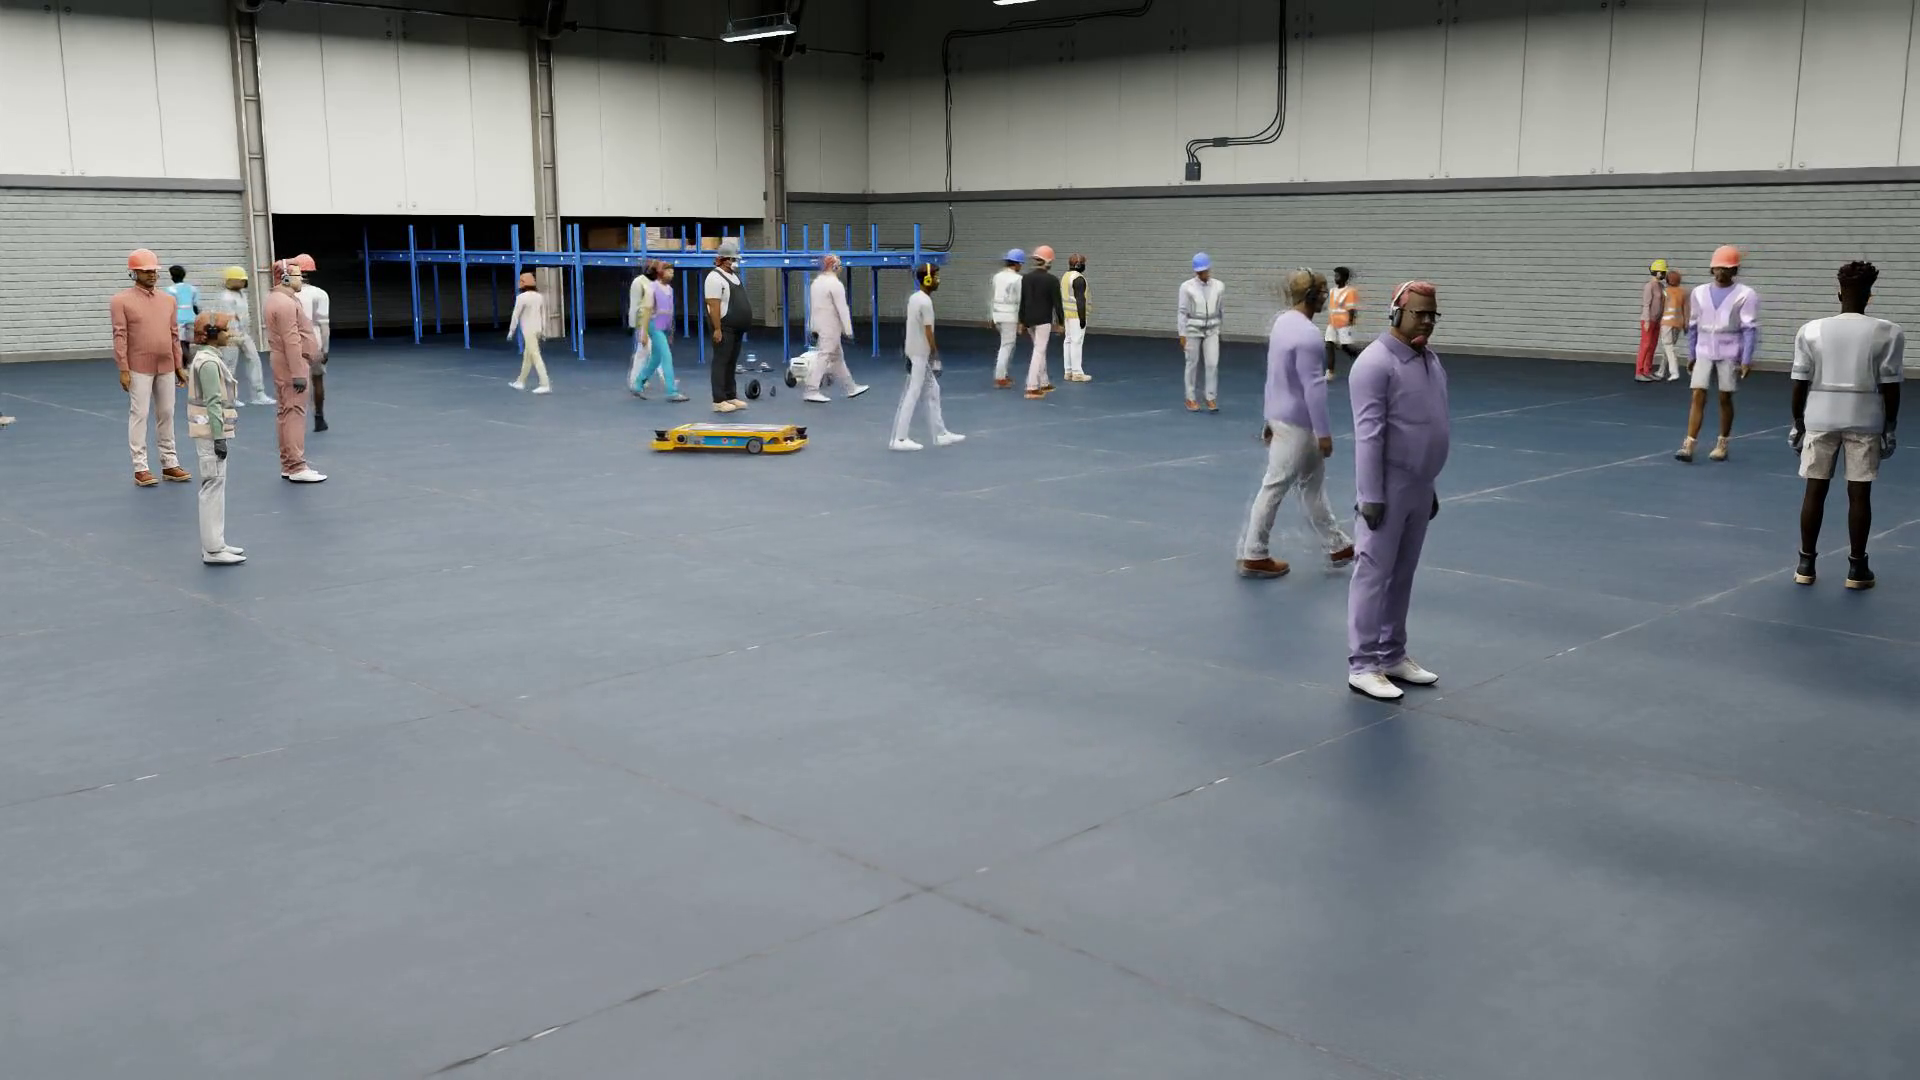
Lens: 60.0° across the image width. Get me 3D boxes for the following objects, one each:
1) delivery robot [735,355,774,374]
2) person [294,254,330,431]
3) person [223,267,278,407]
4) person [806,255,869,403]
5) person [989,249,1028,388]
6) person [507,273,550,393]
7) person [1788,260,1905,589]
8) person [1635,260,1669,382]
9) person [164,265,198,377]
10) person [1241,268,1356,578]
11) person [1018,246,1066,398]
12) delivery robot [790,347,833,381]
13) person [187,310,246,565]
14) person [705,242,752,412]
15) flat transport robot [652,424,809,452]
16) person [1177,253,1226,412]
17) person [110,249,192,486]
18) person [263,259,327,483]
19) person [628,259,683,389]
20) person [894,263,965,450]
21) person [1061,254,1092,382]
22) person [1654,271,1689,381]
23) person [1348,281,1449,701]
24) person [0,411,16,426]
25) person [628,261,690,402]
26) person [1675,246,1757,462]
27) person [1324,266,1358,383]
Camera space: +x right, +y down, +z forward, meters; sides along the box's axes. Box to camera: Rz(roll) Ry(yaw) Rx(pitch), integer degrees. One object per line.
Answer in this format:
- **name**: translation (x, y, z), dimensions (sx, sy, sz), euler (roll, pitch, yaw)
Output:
- **delivery robot**: translation (-2.747, -2.321, 21.892), dimensions (0.335, 0.223, 0.698), euler (7, 12, 32)
- **person**: translation (-7.039, -2.105, 17.844), dimensions (0.541, 1.919, 0.778), euler (-2, 11, -9)
- **person**: translation (-8.835, -2.505, 20.547), dimensions (0.748, 1.712, 0.507), euler (1, 10, 4)
- **person**: translation (-1.556, -2.696, 21.217), dimensions (0.989, 1.852, 0.666), euler (-6, 12, -30)
- **person**: translation (0.705, -3.075, 23.129), dimensions (0.606, 1.915, 0.616), euler (-6, 12, -30)
- **person**: translation (-5.865, -2.781, 22.381), dimensions (0.804, 1.594, 0.521), euler (4, 11, 21)
- **person**: translation (5.344, -0.698, 10.057), dimensions (0.603, 1.959, 0.375), euler (7, 13, 35)
- **person**: translation (10.074, -3.179, 24.143), dimensions (0.338, 1.757, 0.518), euler (10, 14, 44)
- **person**: translation (-11.553, -3.251, 24.739), dimensions (0.672, 1.677, 0.542), euler (6, 12, 30)
- **person**: translation (2.206, -0.712, 10.280), dimensions (0.968, 1.899, 0.659), euler (0, 10, -2)
- **person**: translation (1.139, -2.870, 21.891), dimensions (0.881, 1.956, 0.655), euler (-10, 14, -44)
- **delivery robot**: translation (-2.093, -2.484, 23.486), dimensions (0.477, 0.478, 0.707), euler (5, 12, 25)
- **person**: translation (-4.833, -0.667, 10.793), dimensions (0.318, 1.631, 0.514), euler (-5, 11, -25)
- **person**: translation (-2.786, -2.577, 20.195), dimensions (0.536, 2.000, 0.688), euler (3, 11, 14)
- **flat transport robot**: translation (-2.276, -1.028, 16.580), dimensions (1.431, 0.197, 0.652), euler (2, 10, 8)
- **person**: translation (2.882, -2.466, 19.854), dimensions (0.633, 1.893, 0.836), euler (-2, 11, -9)
- **person**: translation (-6.911, -1.478, 14.216), dimensions (0.382, 1.995, 0.612), euler (6, 12, 29)
- **person**: translation (-5.744, -1.459, 14.352), dimensions (0.408, 1.909, 0.642), euler (-6, 12, -31)
- **person**: translation (-4.224, -2.980, 22.990), dimensions (0.995, 1.773, 0.662), euler (3, 11, 17)
- **person**: translation (-0.280, -1.816, 16.494), dimensions (0.883, 1.832, 0.559), euler (-3, 11, -16)
- **person**: translation (1.709, -3.260, 24.347), dimensions (0.429, 1.845, 0.625), euler (-3, 11, -18)
- **person**: translation (10.362, -3.121, 24.275), dimensions (0.519, 1.592, 0.853), euler (-2, 11, -9)
- **person**: translation (2.052, -0.238, 7.706), dimensions (0.401, 1.904, 0.641), euler (10, 14, 42)
- **person**: translation (-10.740, -2.117, 18.155), dimensions (0.541, 1.822, 0.759), euler (6, 12, 30)
- **person**: translation (-3.895, -2.678, 21.343), dimensions (0.886, 1.801, 0.653), euler (3, 11, 14)
- **person**: translation (7.060, -1.722, 15.512), dimensions (0.631, 2.018, 0.777), euler (10, 14, 42)
- **person**: translation (5.553, -3.119, 24.040), dimensions (0.695, 1.676, 0.539), euler (-6, 12, -28)
